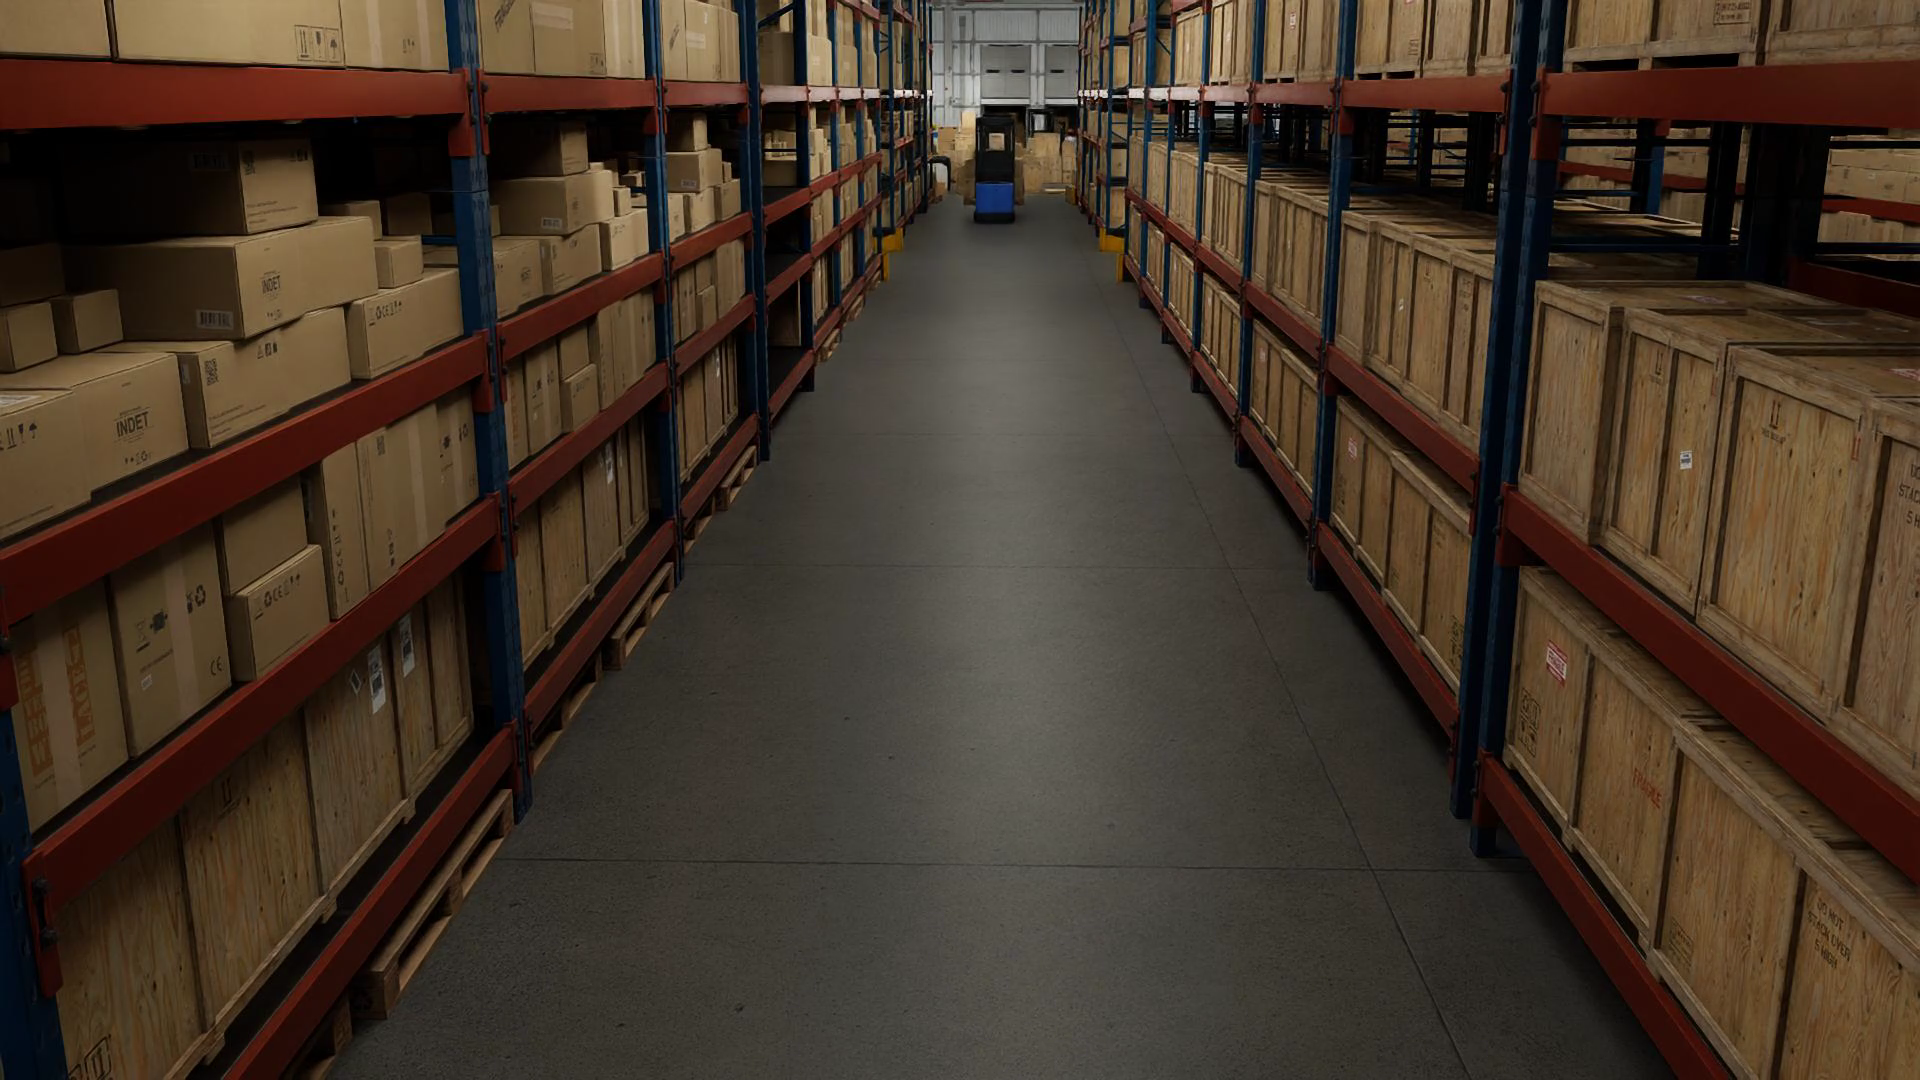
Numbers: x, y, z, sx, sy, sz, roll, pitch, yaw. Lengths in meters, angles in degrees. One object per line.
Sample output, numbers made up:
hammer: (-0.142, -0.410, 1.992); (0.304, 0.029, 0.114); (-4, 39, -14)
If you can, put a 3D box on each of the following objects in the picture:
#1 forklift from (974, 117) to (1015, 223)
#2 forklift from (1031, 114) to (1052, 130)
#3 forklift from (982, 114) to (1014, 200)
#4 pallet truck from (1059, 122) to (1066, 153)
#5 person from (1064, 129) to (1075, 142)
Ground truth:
forklift: (0.955, -10.133, 45.491); (1.129, 2.768, 1.873); (0, 15, 1)
forklift: (3.457, -17.035, 71.174); (1.129, 2.768, 1.873); (0, 15, 2)
forklift: (1.176, -12.189, 53.142); (1.129, 2.768, 1.873); (0, 15, 2)
pallet truck: (5.788, -21.111, 88.014); (1.885, 1.965, 0.823); (5, 16, 18)
person: (4.912, -17.564, 74.980); (0.554, 1.911, 0.737); (-3, 15, -12)
